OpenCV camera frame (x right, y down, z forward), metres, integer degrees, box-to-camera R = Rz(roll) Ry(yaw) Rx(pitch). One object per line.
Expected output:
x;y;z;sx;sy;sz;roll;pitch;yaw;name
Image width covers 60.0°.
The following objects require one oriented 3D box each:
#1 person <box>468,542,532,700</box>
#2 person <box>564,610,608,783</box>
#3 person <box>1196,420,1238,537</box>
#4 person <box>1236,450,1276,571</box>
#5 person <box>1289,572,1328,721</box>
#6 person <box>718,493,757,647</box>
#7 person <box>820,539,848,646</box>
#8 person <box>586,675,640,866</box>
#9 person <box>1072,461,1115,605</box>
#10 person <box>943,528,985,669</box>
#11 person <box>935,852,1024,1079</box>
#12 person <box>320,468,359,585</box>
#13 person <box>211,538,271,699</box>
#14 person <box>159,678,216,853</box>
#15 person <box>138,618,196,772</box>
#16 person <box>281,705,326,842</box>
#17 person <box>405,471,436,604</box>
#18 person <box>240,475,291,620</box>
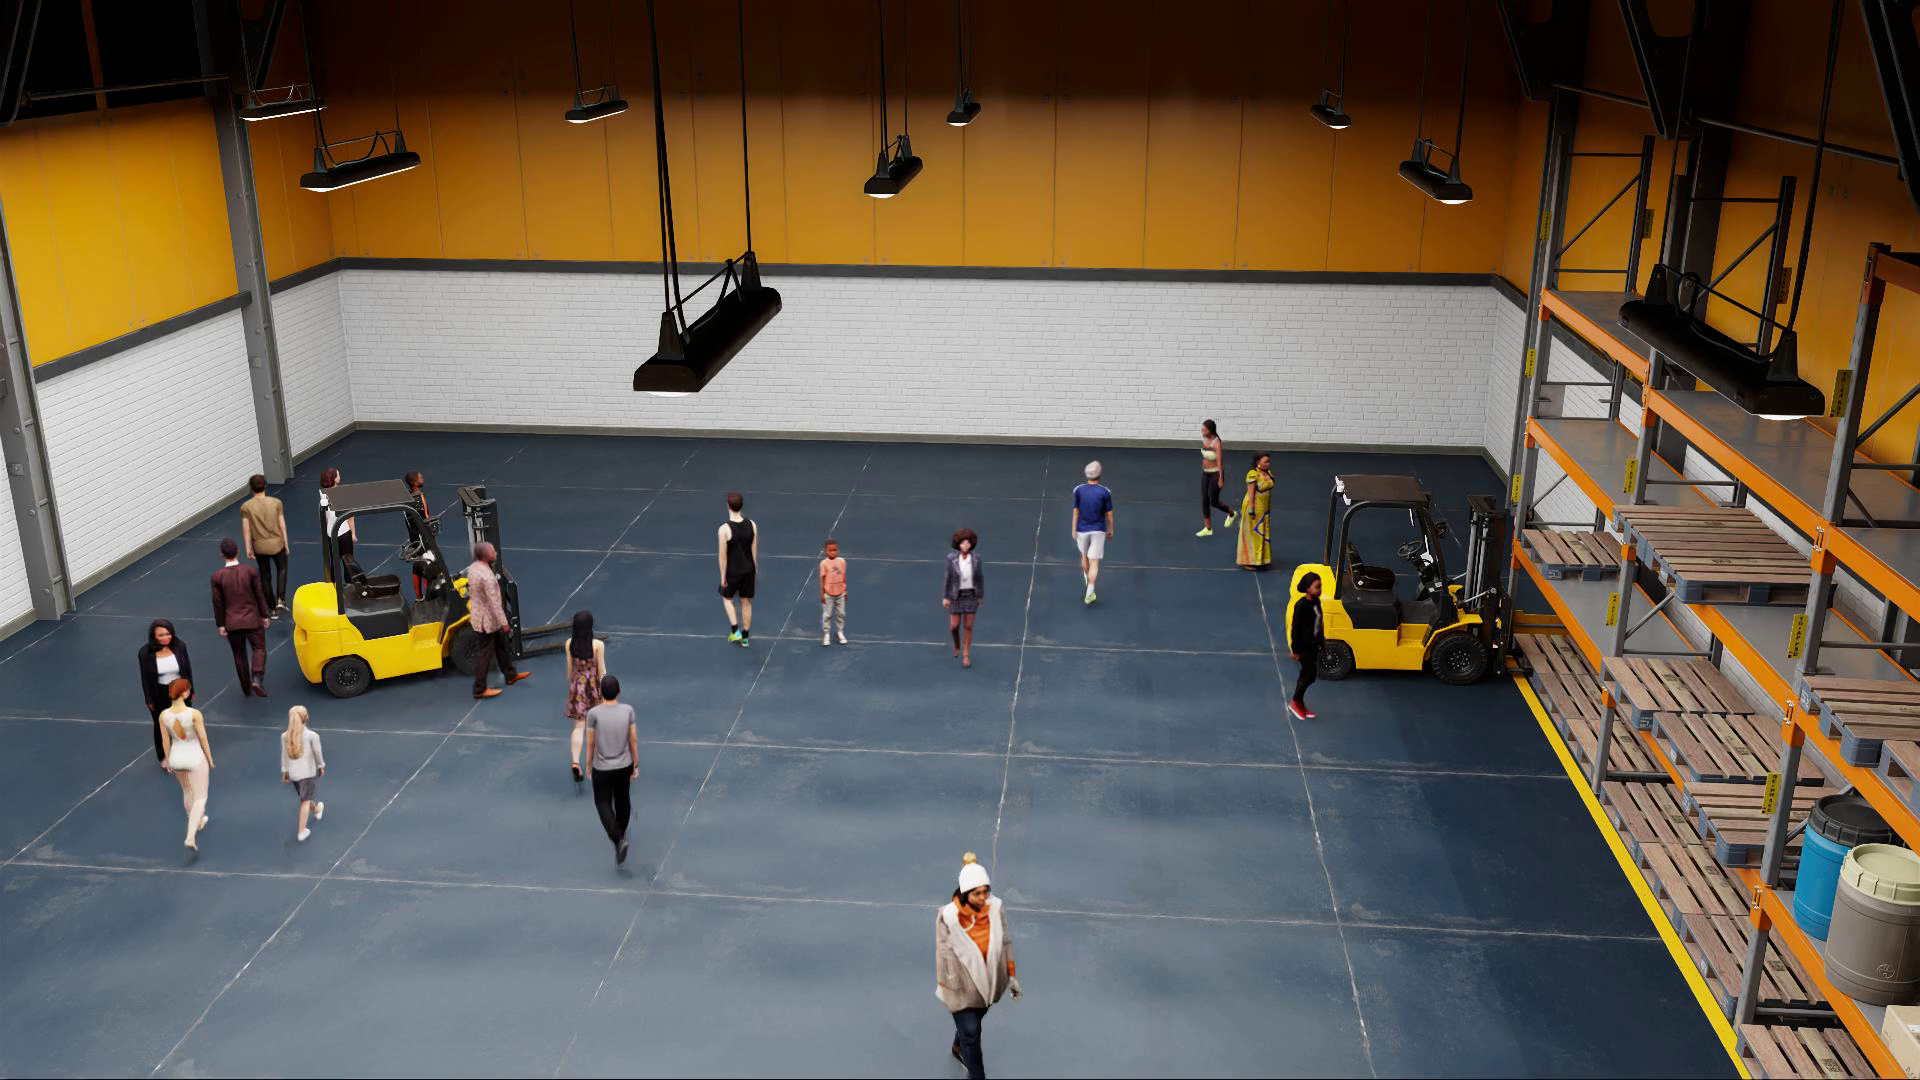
-5.312;0.908;18.380;1.086;1.777;1.062;-12;22;-31;person
-3.713;1.573;16.469;0.616;1.738;1.137;2;19;6;person
3.691;-0.899;23.836;0.906;1.721;0.919;-10;21;-26;person
4.027;-0.429;22.540;1.065;1.657;0.962;15;23;37;person
3.673;1.122;17.927;0.756;1.661;0.668;15;24;37;person
-2.600;0.385;19.773;0.793;1.881;0.820;-9;21;-26;person
-1.524;0.610;20.005;0.542;1.306;0.570;-6;20;-18;person
-3.120;2.070;14.995;0.953;1.736;1.105;-9;21;-26;person
1.671;-0.064;21.256;0.806;1.786;1.228;5;19;15;person
0.027;0.654;19.277;0.705;1.687;0.703;-3;19;-9;person
0.052;3.066;11.868;1.117;1.845;1.256;-11;21;-29;person
-7.919;-0.053;21.207;0.670;1.795;0.632;8;20;23;person
-7.867;0.910;18.264;0.919;1.849;1.037;-7;20;-21;person
-7.061;2.071;15.185;0.676;1.613;1.053;-1;19;-4;person
-7.987;1.536;16.779;0.753;1.611;0.819;-17;25;-41;person
-6.116;2.186;15.422;0.512;1.244;0.832;0;19;1;person
-6.821;-0.004;21.040;0.699;1.808;0.724;15;24;38;person
-8.590;0.113;20.643;0.788;1.841;0.829;-7;20;-19;person
